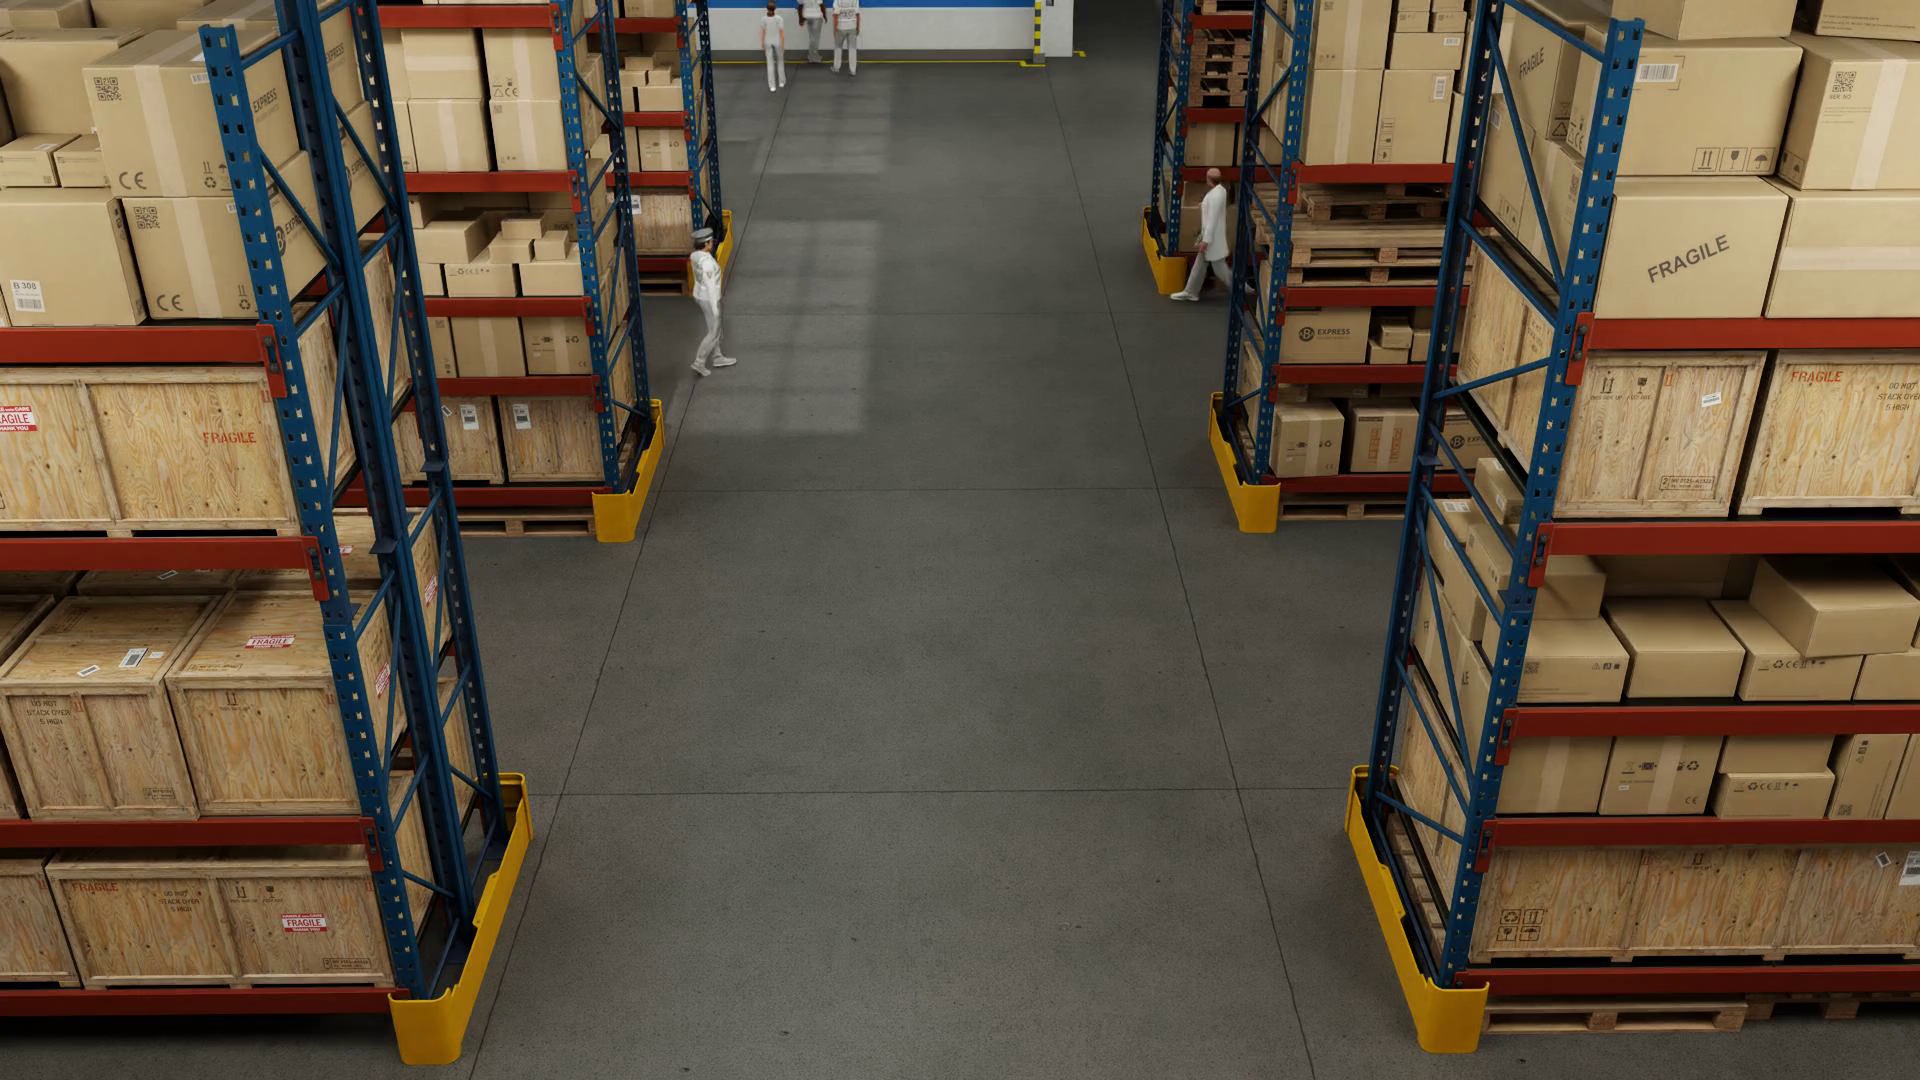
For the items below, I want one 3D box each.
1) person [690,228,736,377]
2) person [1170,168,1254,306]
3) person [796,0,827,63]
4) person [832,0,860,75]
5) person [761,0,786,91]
[{"bbox_3d":[-2.903,-2.741,19.105,0.621,1.683,0.481,-15,32,-26],"label":"person"},{"bbox_3d":[3.235,-3.823,21.007,1.060,1.752,0.591,4,29,8],"label":"person"},{"bbox_3d":[-2.957,-10.528,33.494,0.587,1.767,0.550,14,31,24],"label":"person"},{"bbox_3d":[-2.254,-10.062,32.608,0.558,1.764,0.680,-7,29,-13],"label":"person"},{"bbox_3d":[-3.524,-9.373,31.440,0.449,1.661,0.793,0,28,-1],"label":"person"}]
